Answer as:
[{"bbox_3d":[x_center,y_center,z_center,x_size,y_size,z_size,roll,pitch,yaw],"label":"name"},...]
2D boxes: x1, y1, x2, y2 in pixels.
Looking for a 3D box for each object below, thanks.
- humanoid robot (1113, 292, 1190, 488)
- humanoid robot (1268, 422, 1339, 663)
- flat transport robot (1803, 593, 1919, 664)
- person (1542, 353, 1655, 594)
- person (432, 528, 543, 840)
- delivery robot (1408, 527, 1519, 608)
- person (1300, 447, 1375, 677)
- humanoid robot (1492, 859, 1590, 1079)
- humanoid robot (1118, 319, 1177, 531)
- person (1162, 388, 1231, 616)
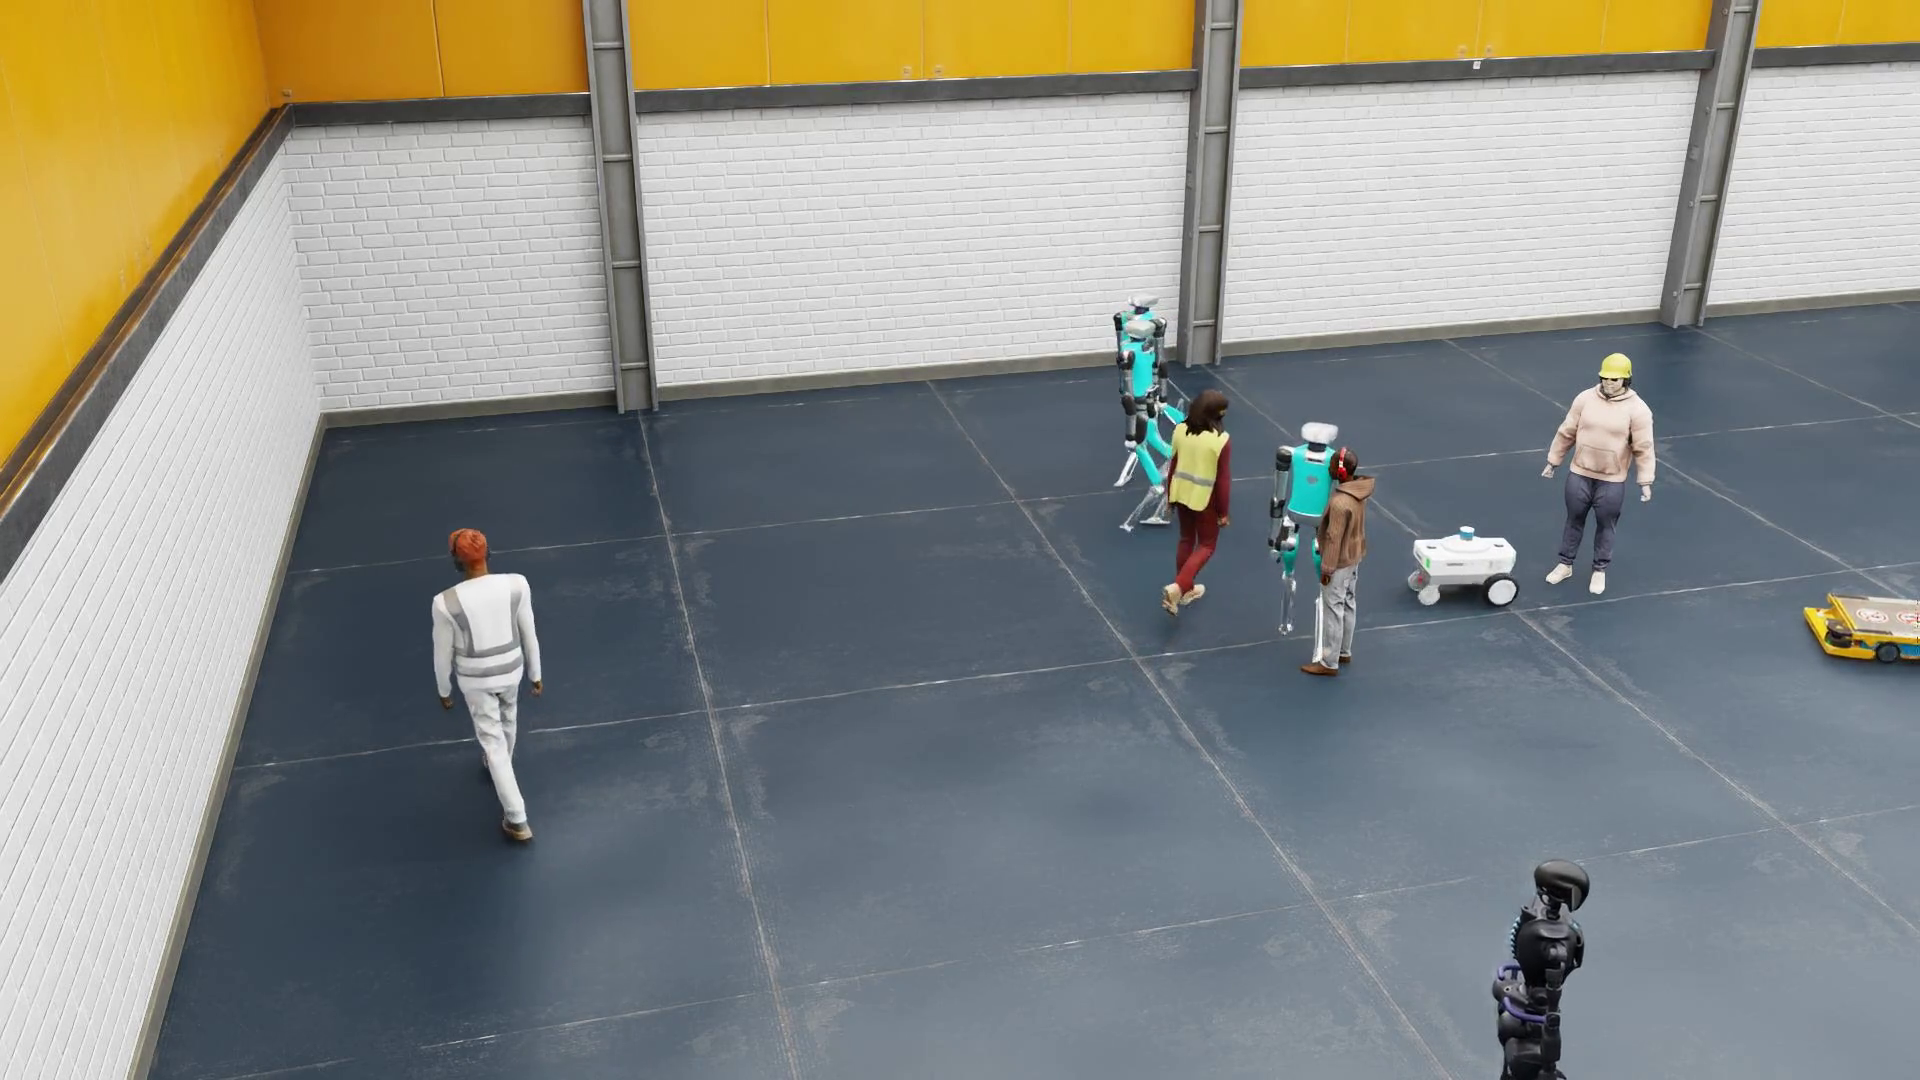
[{"bbox_3d":[1.724,-1.344,14.632,0.893,1.788,0.575,-22,32,-40],"label":"humanoid robot"},{"bbox_3d":[2.462,-0.019,11.681,0.540,1.854,0.786,8,25,17],"label":"humanoid robot"},{"bbox_3d":[6.870,0.665,11.849,1.431,0.231,0.659,5,24,10],"label":"flat transport robot"},{"bbox_3d":[4.835,-0.520,12.558,0.797,1.867,0.410,16,29,33],"label":"person"},{"bbox_3d":[-2.742,0.783,9.653,0.581,1.828,1.000,-15,28,-30],"label":"person"},{"bbox_3d":[3.809,0.188,12.571,0.793,0.590,0.499,-2,24,-4],"label":"delivery robot"},{"bbox_3d":[2.585,0.151,11.308,0.325,1.648,0.463,14,27,29],"label":"person"},{"bbox_3d":[2.402,2.029,7.013,0.363,1.647,0.589,3,24,8],"label":"humanoid robot"},{"bbox_3d":[1.635,-0.891,13.573,0.733,1.785,0.546,11,26,24],"label":"humanoid robot"},{"bbox_3d":[1.695,-0.256,12.111,0.508,1.753,0.651,19,30,37],"label":"person"}]
